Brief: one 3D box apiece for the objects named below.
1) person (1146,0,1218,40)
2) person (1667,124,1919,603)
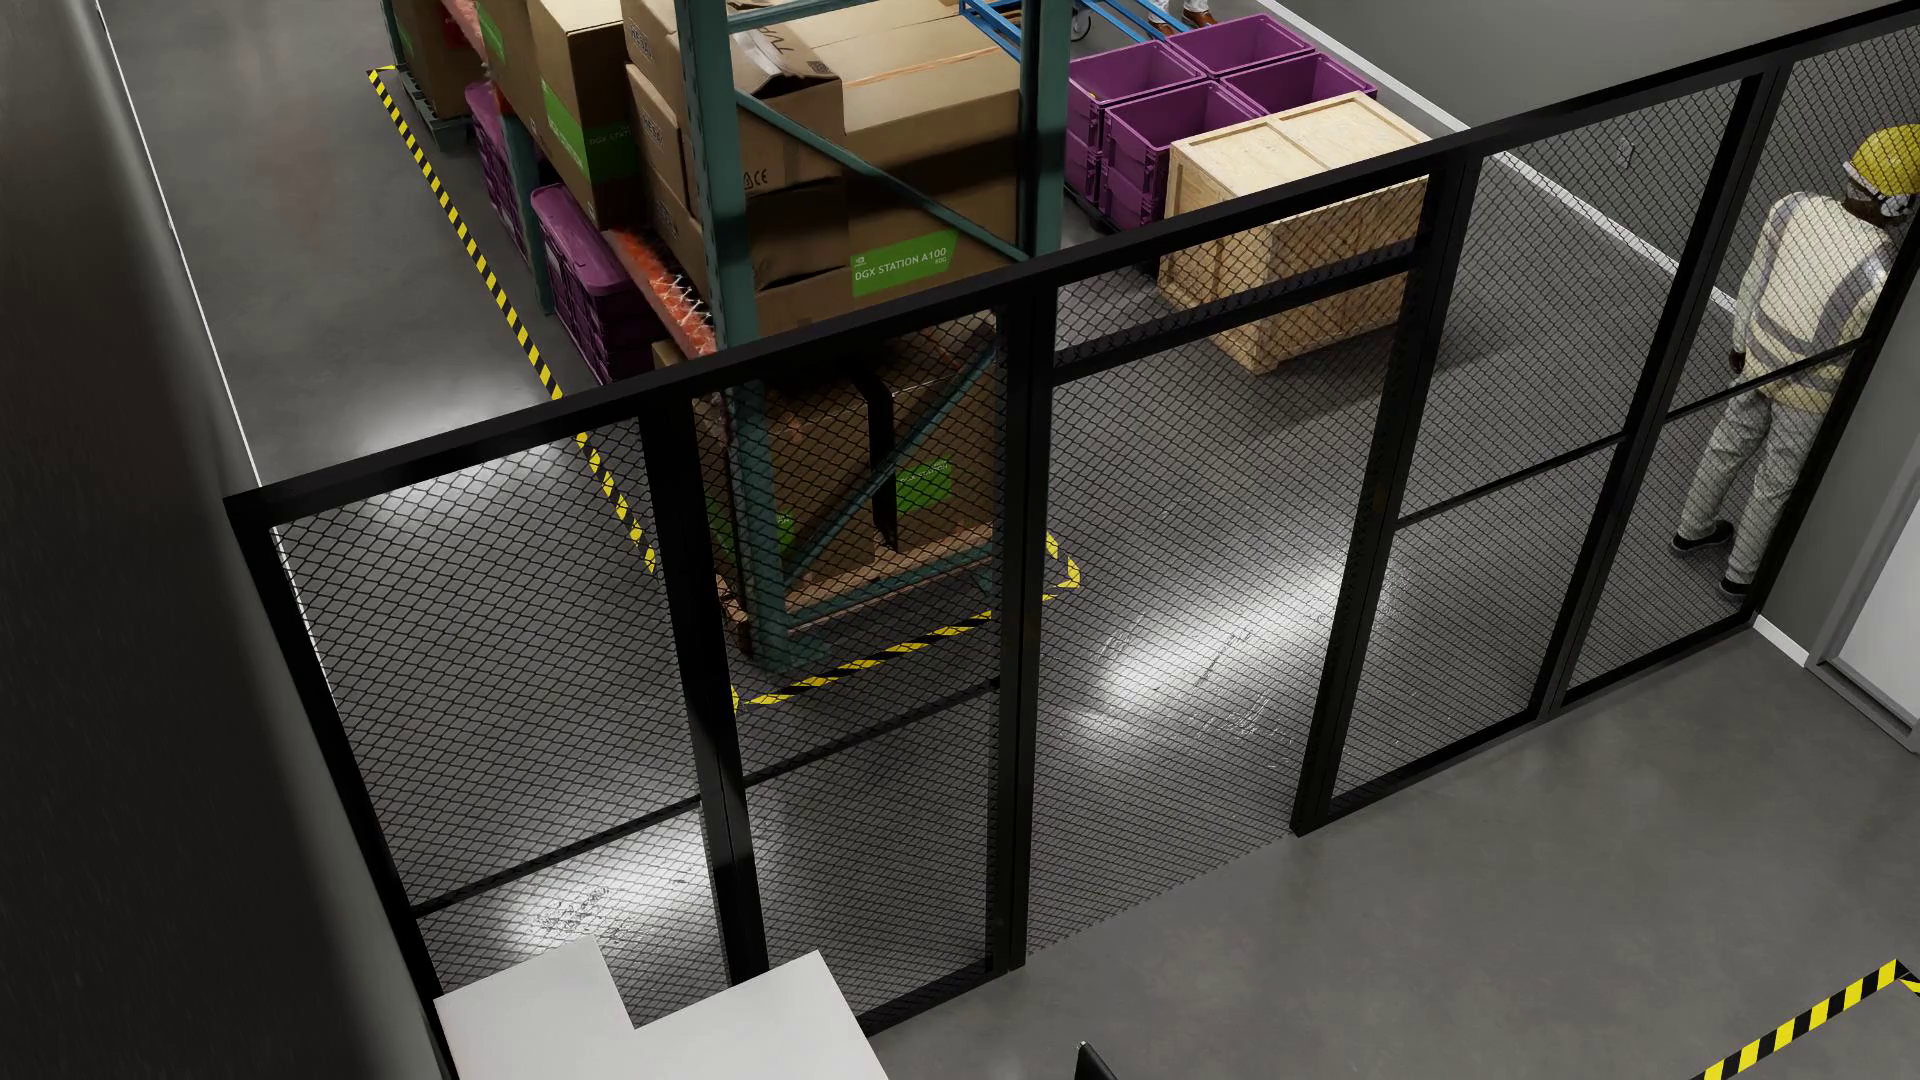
[{"bbox_3d":[1.281,-3.622,8.907,0.635,1.937,0.354,-22,47,-22],"label":"person"},{"bbox_3d":[2.868,-0.575,5.651,0.404,1.830,0.603,-14,44,-15],"label":"person"}]
